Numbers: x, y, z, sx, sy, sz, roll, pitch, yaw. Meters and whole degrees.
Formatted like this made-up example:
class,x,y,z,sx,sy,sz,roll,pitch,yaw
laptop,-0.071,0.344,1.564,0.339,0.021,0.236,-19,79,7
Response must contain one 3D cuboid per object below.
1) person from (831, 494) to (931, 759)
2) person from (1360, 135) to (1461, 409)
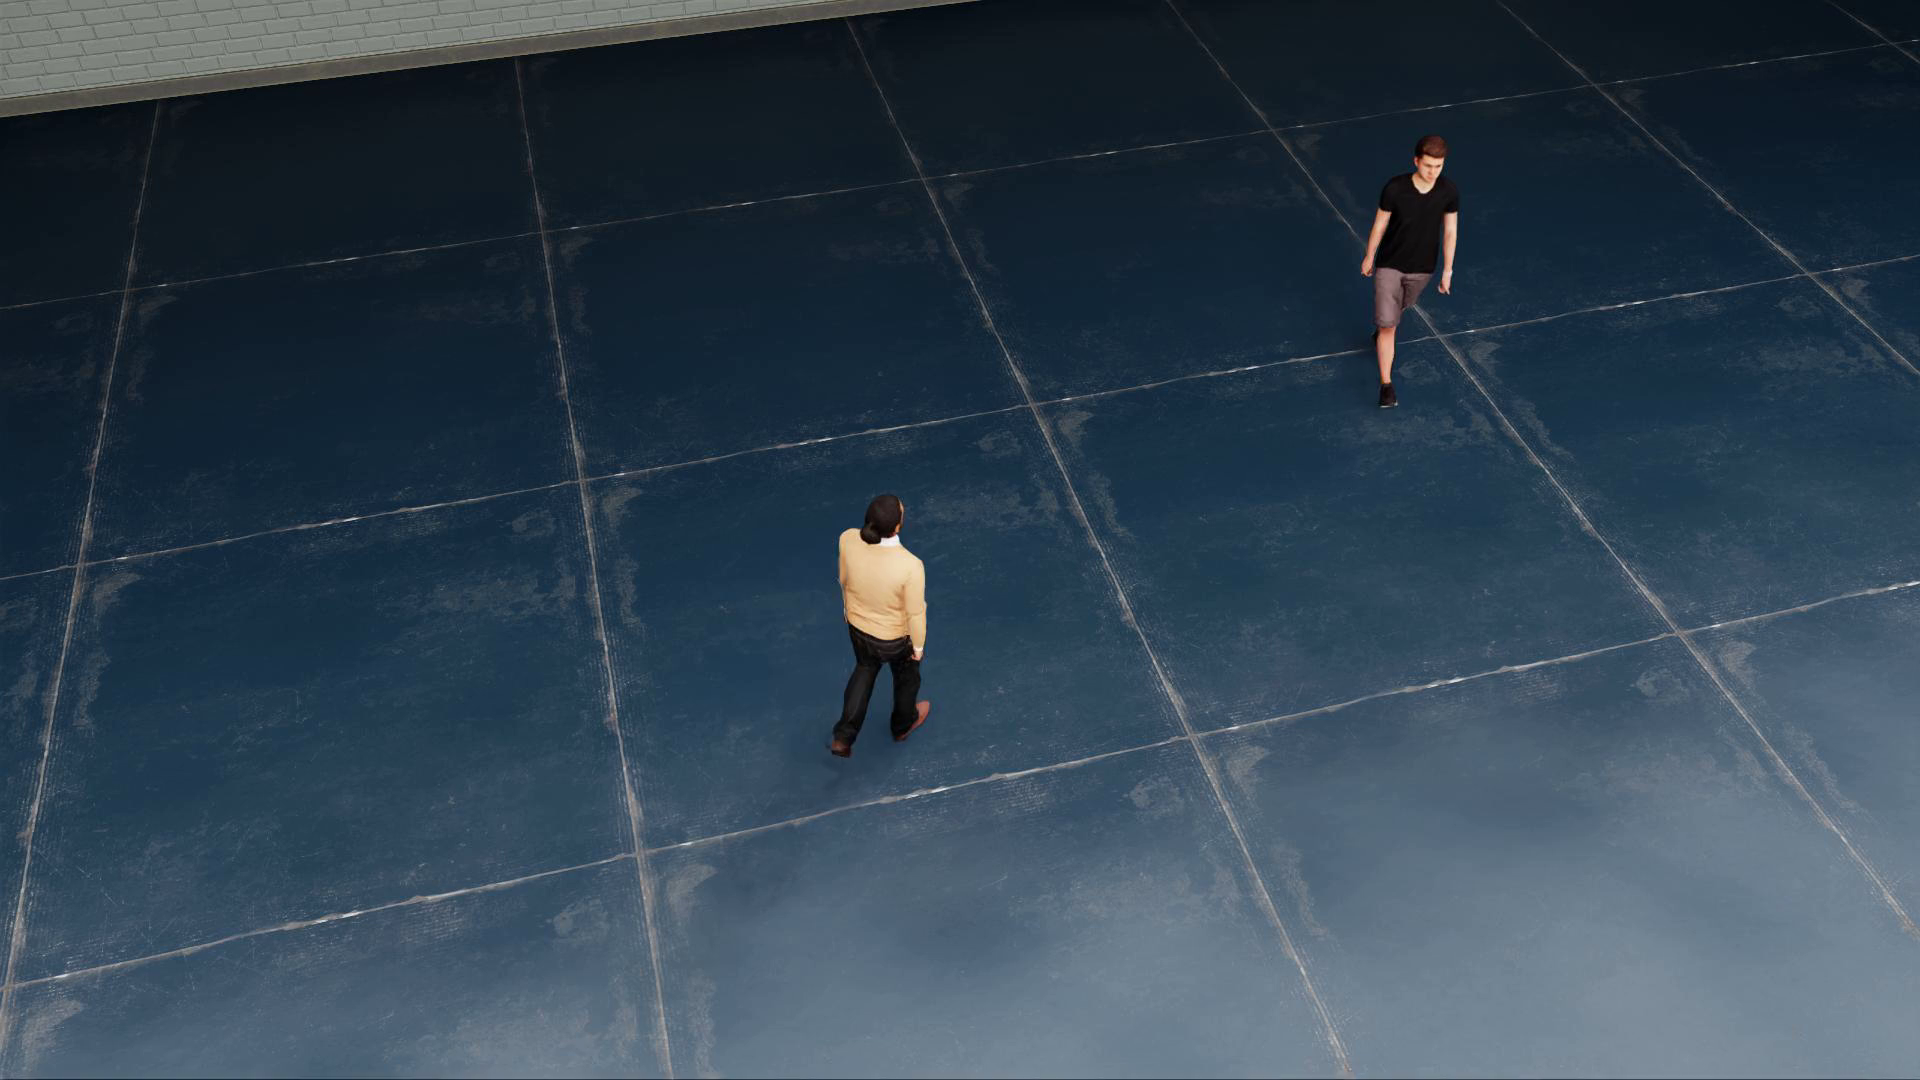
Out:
class,x,y,z,sx,sy,sz,roll,pitch,yaw
person,-0.429,0.486,8.393,0.989,1.739,1.056,21,47,21
person,2.899,-1.848,10.843,0.911,1.806,1.292,0,43,0
